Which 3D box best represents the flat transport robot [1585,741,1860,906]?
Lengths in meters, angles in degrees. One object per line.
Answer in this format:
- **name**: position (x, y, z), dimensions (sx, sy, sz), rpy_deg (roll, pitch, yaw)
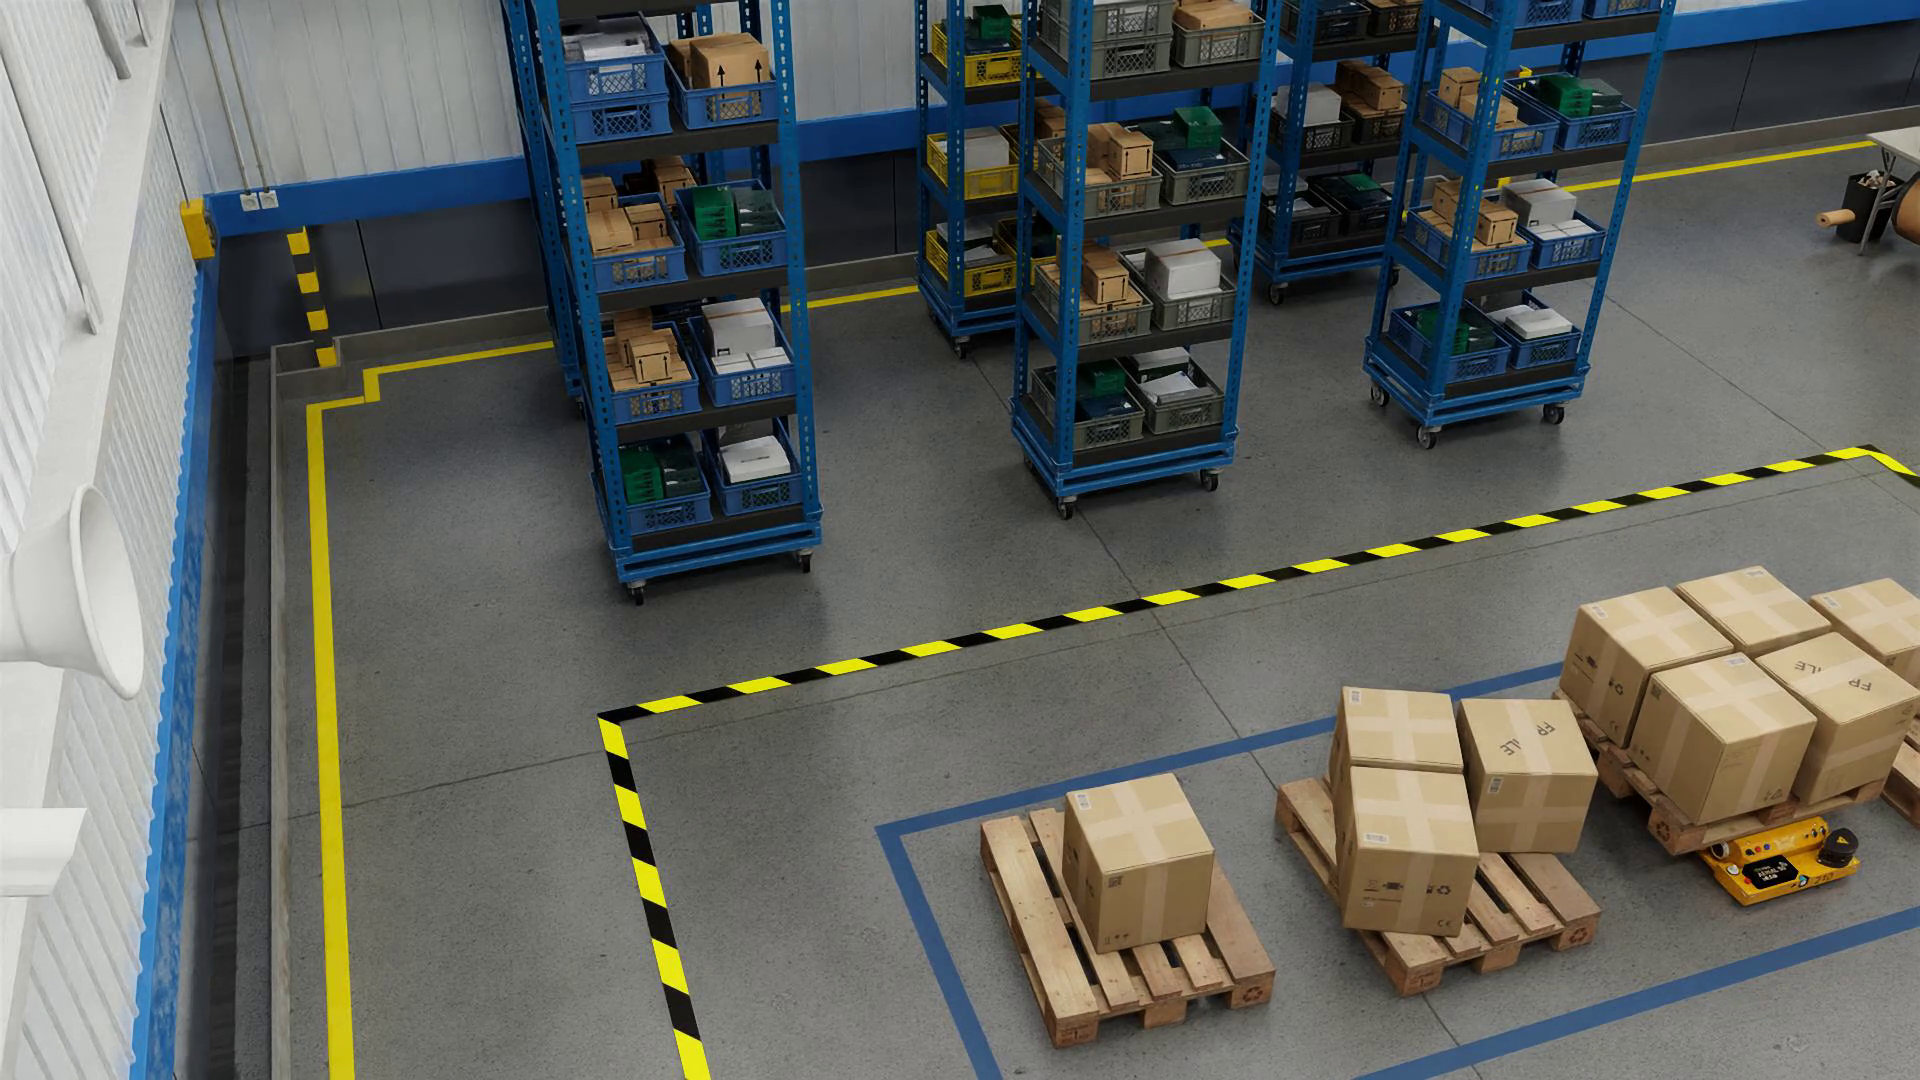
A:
- **flat transport robot**: position (3.738, 1.188, 8.347), dimensions (0.652, 0.197, 1.431), rpy_deg (-11, 37, -15)
